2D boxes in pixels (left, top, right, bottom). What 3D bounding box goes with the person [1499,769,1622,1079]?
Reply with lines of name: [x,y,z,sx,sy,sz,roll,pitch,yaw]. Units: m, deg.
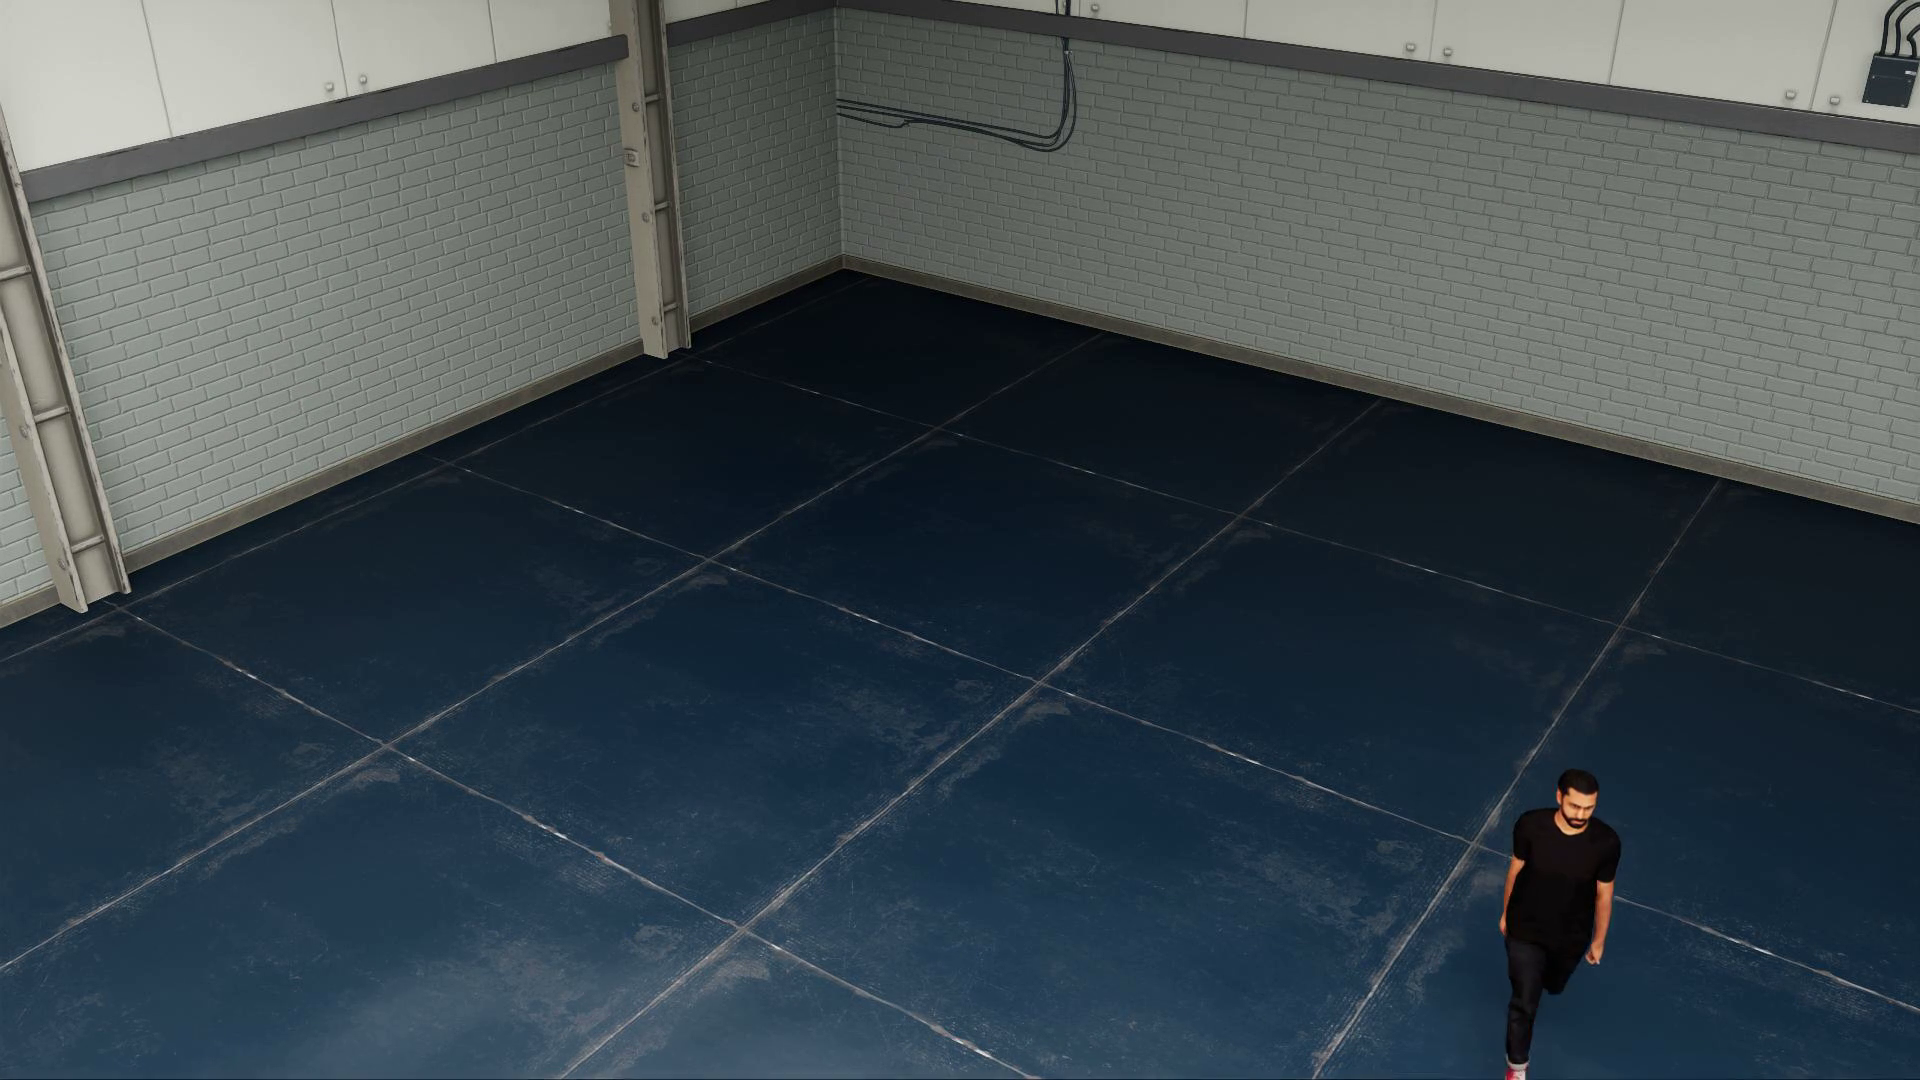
person: [2.772,1.770,7.838,0.883,1.728,1.196,7,29,14]
